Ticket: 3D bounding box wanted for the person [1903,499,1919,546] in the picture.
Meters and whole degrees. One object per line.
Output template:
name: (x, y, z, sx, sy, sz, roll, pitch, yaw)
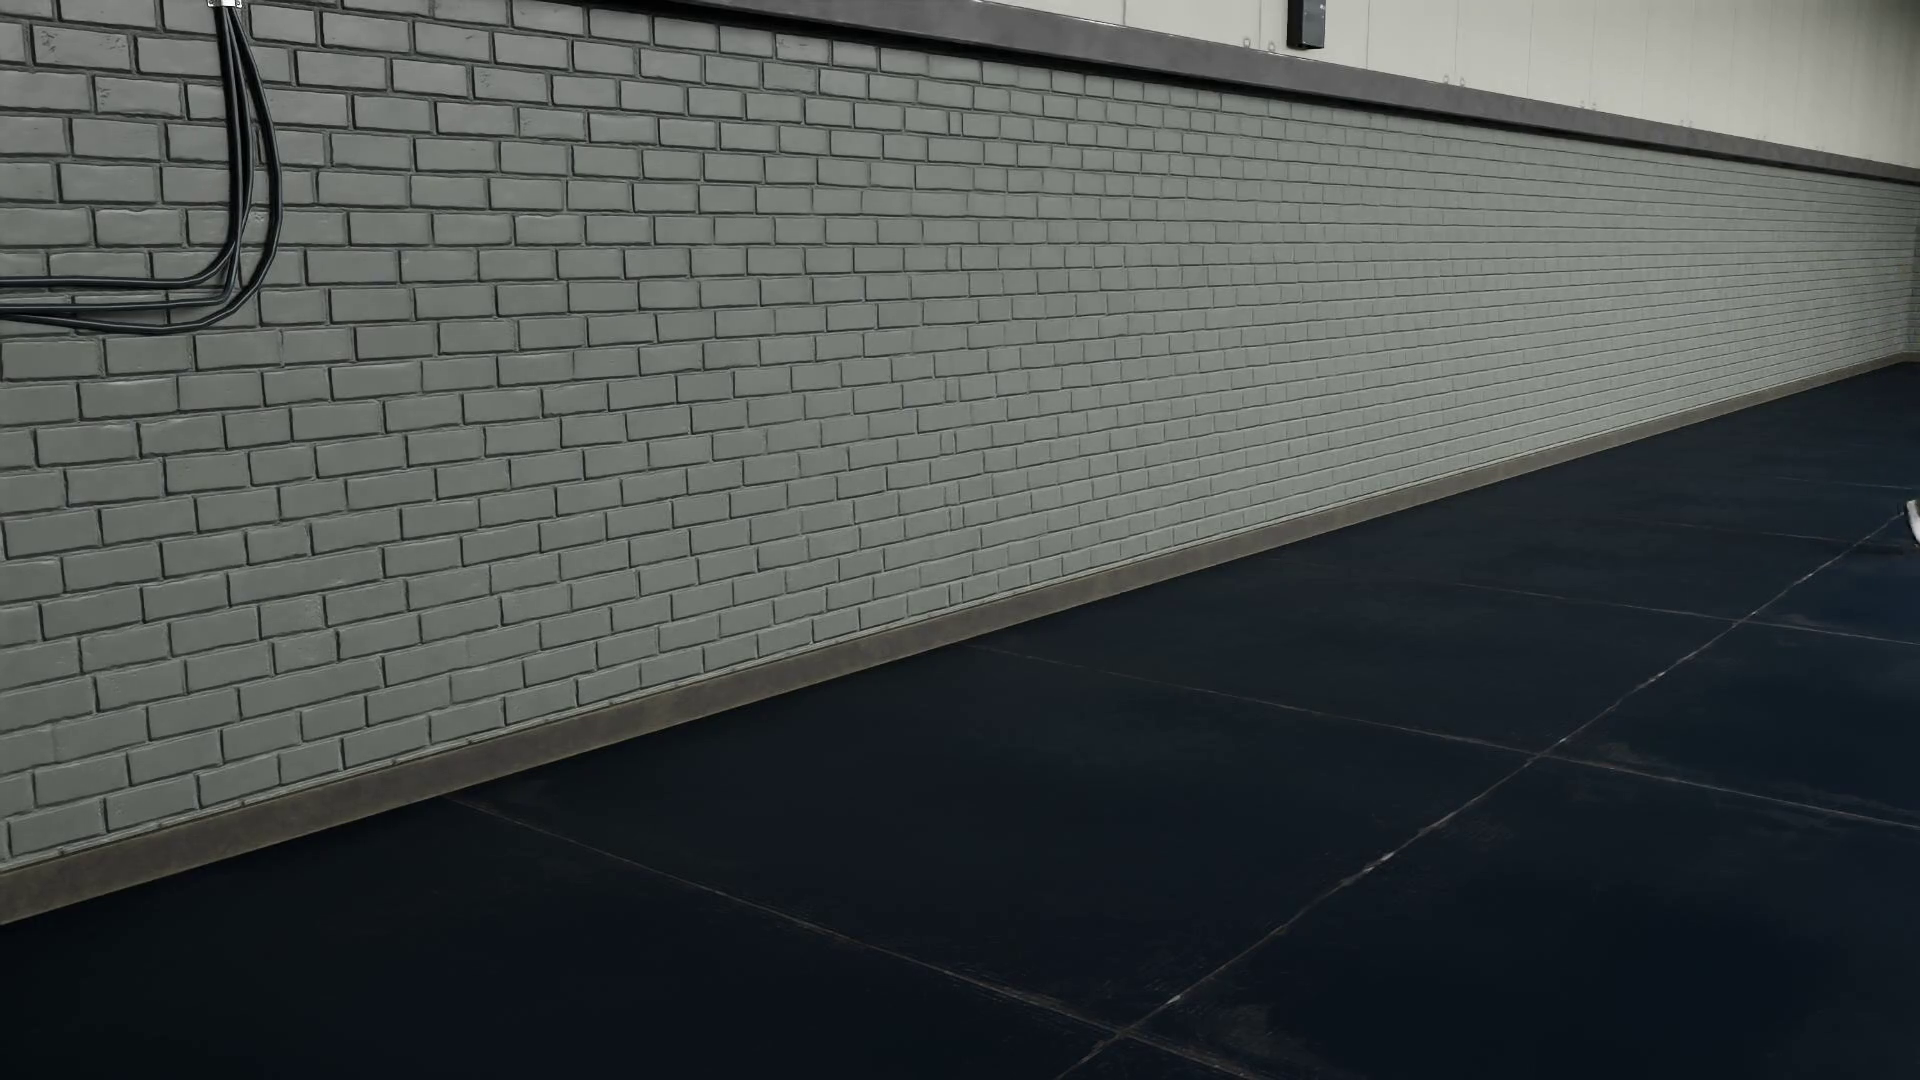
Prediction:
person: (6.525, -0.835, 10.524, 0.778, 1.905, 0.591, 5, 12, 28)
